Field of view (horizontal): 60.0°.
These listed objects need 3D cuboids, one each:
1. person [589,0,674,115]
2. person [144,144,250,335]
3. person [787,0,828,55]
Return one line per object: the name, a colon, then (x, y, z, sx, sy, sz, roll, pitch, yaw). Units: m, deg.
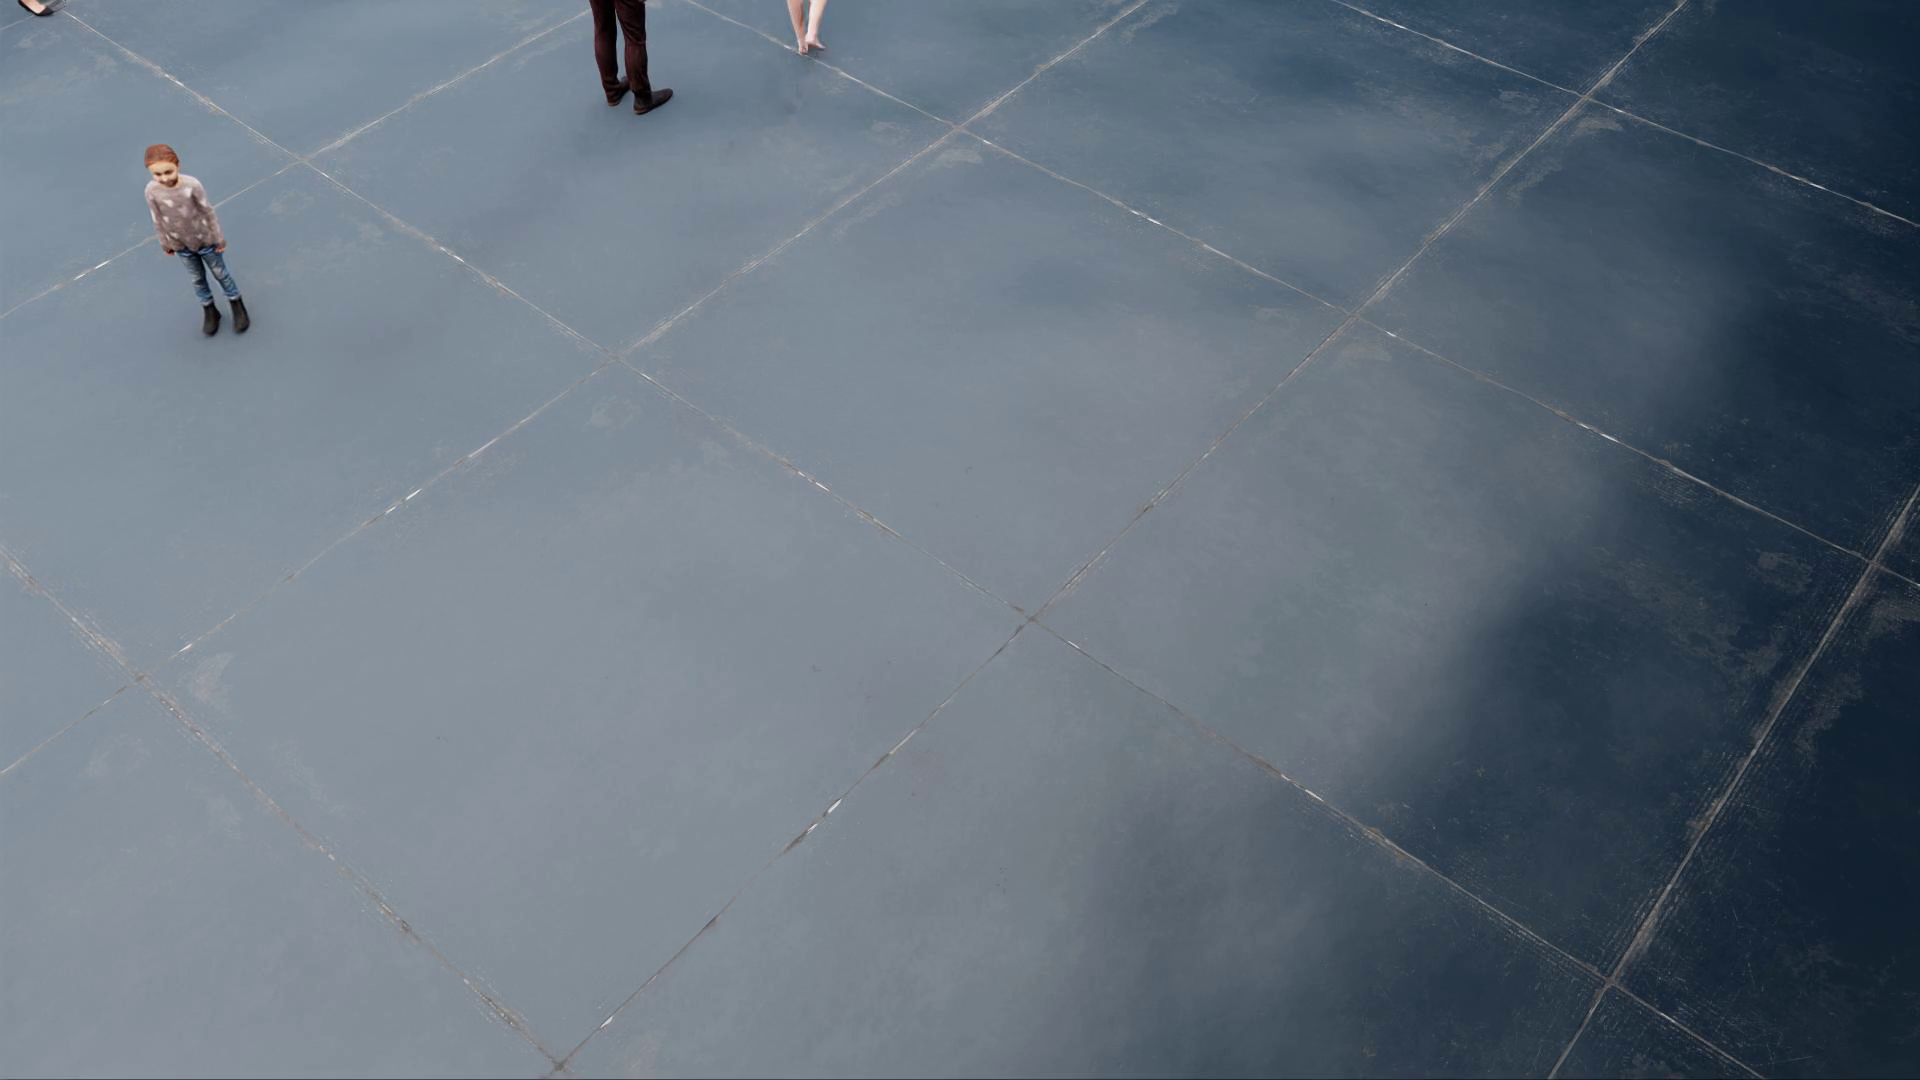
person: (-2.203, -3.579, 10.486, 0.734, 1.864, 0.664, 20, 50, 18)
person: (-4.238, -1.680, 9.187, 0.545, 1.194, 0.617, -8, 48, -7)
person: (-1.079, -3.952, 10.908, 0.738, 1.751, 0.796, 7, 48, 6)
